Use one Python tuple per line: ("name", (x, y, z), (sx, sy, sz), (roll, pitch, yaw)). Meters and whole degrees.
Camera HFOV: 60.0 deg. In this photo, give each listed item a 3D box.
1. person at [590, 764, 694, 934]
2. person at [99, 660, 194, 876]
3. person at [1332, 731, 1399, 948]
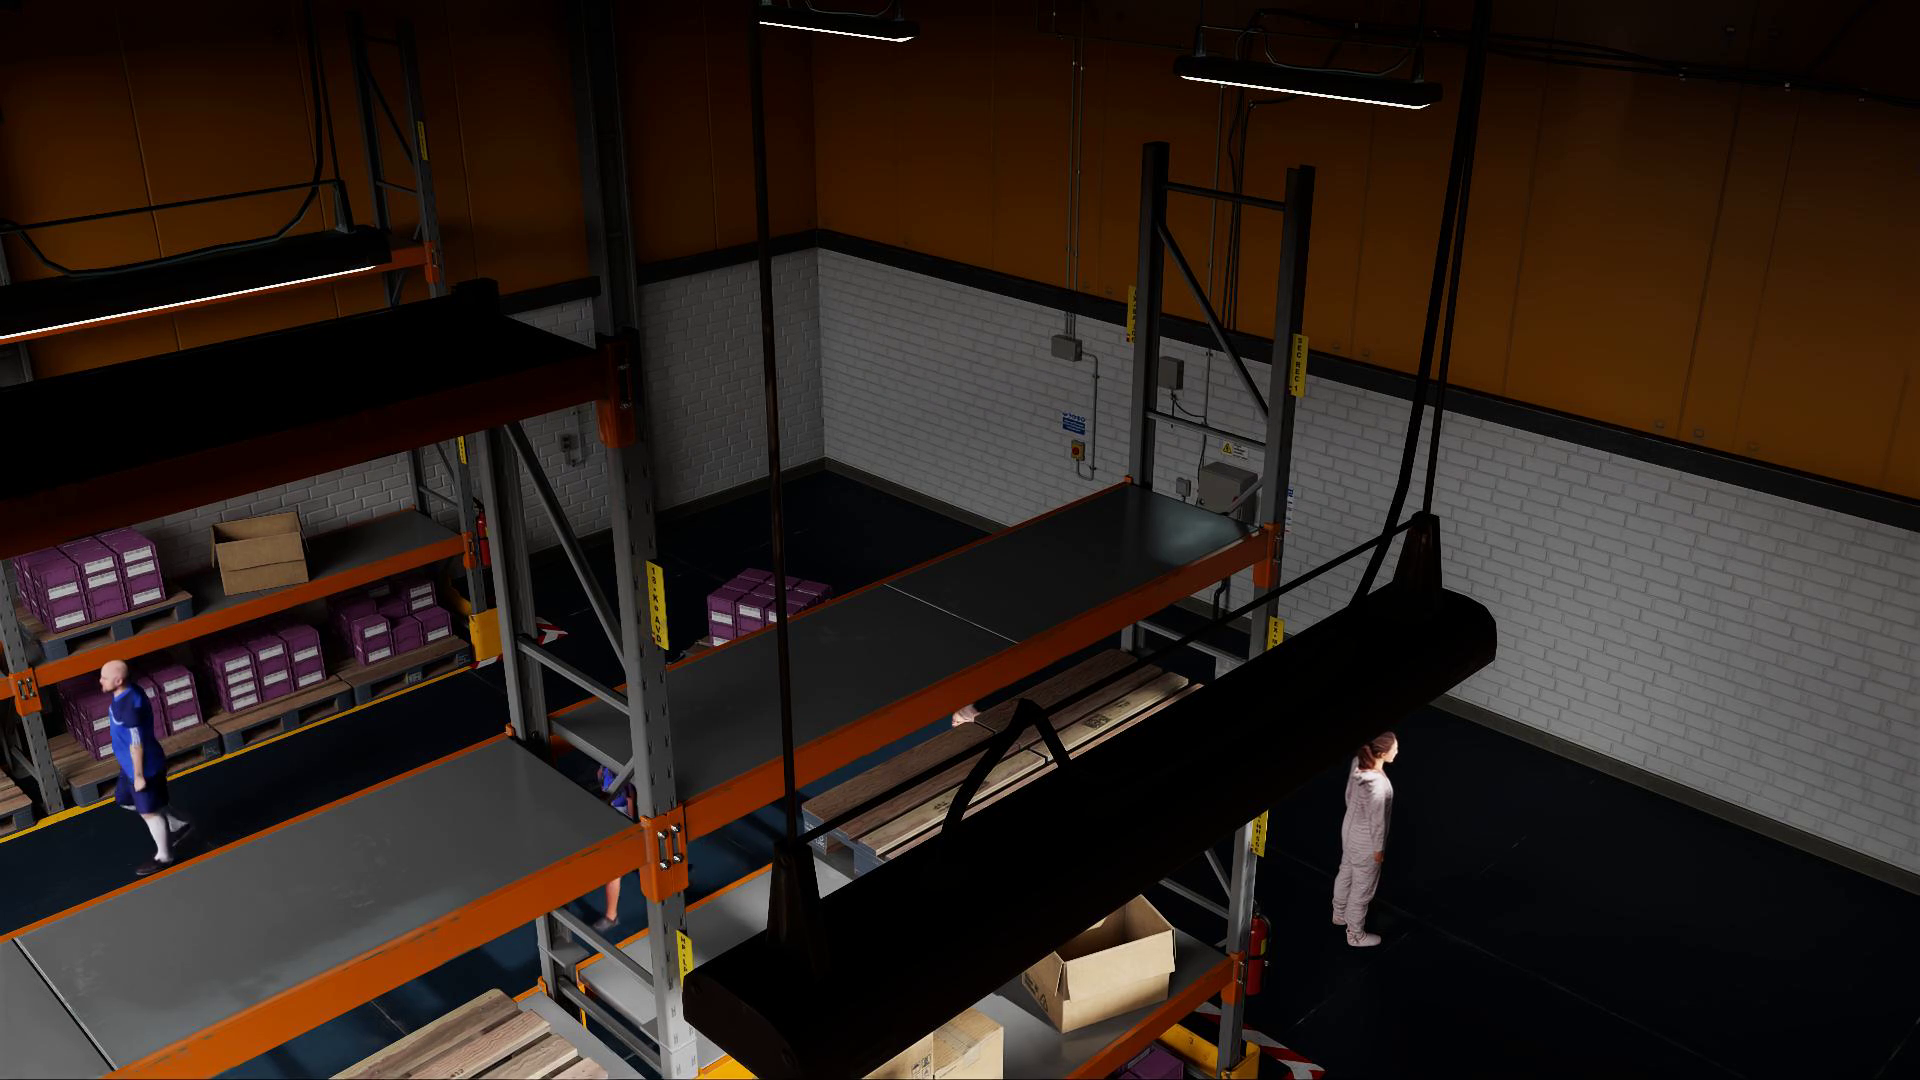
("person", (-2.386, 2.035, 12.153), (1.170, 1.712, 0.820), (-12, 26, -25))
("person", (-6.208, 1.703, 12.762), (0.769, 1.833, 0.744), (-15, 28, -31))
("person", (2.903, 2.116, 11.994), (0.751, 1.690, 0.731), (-5, 24, -10))
